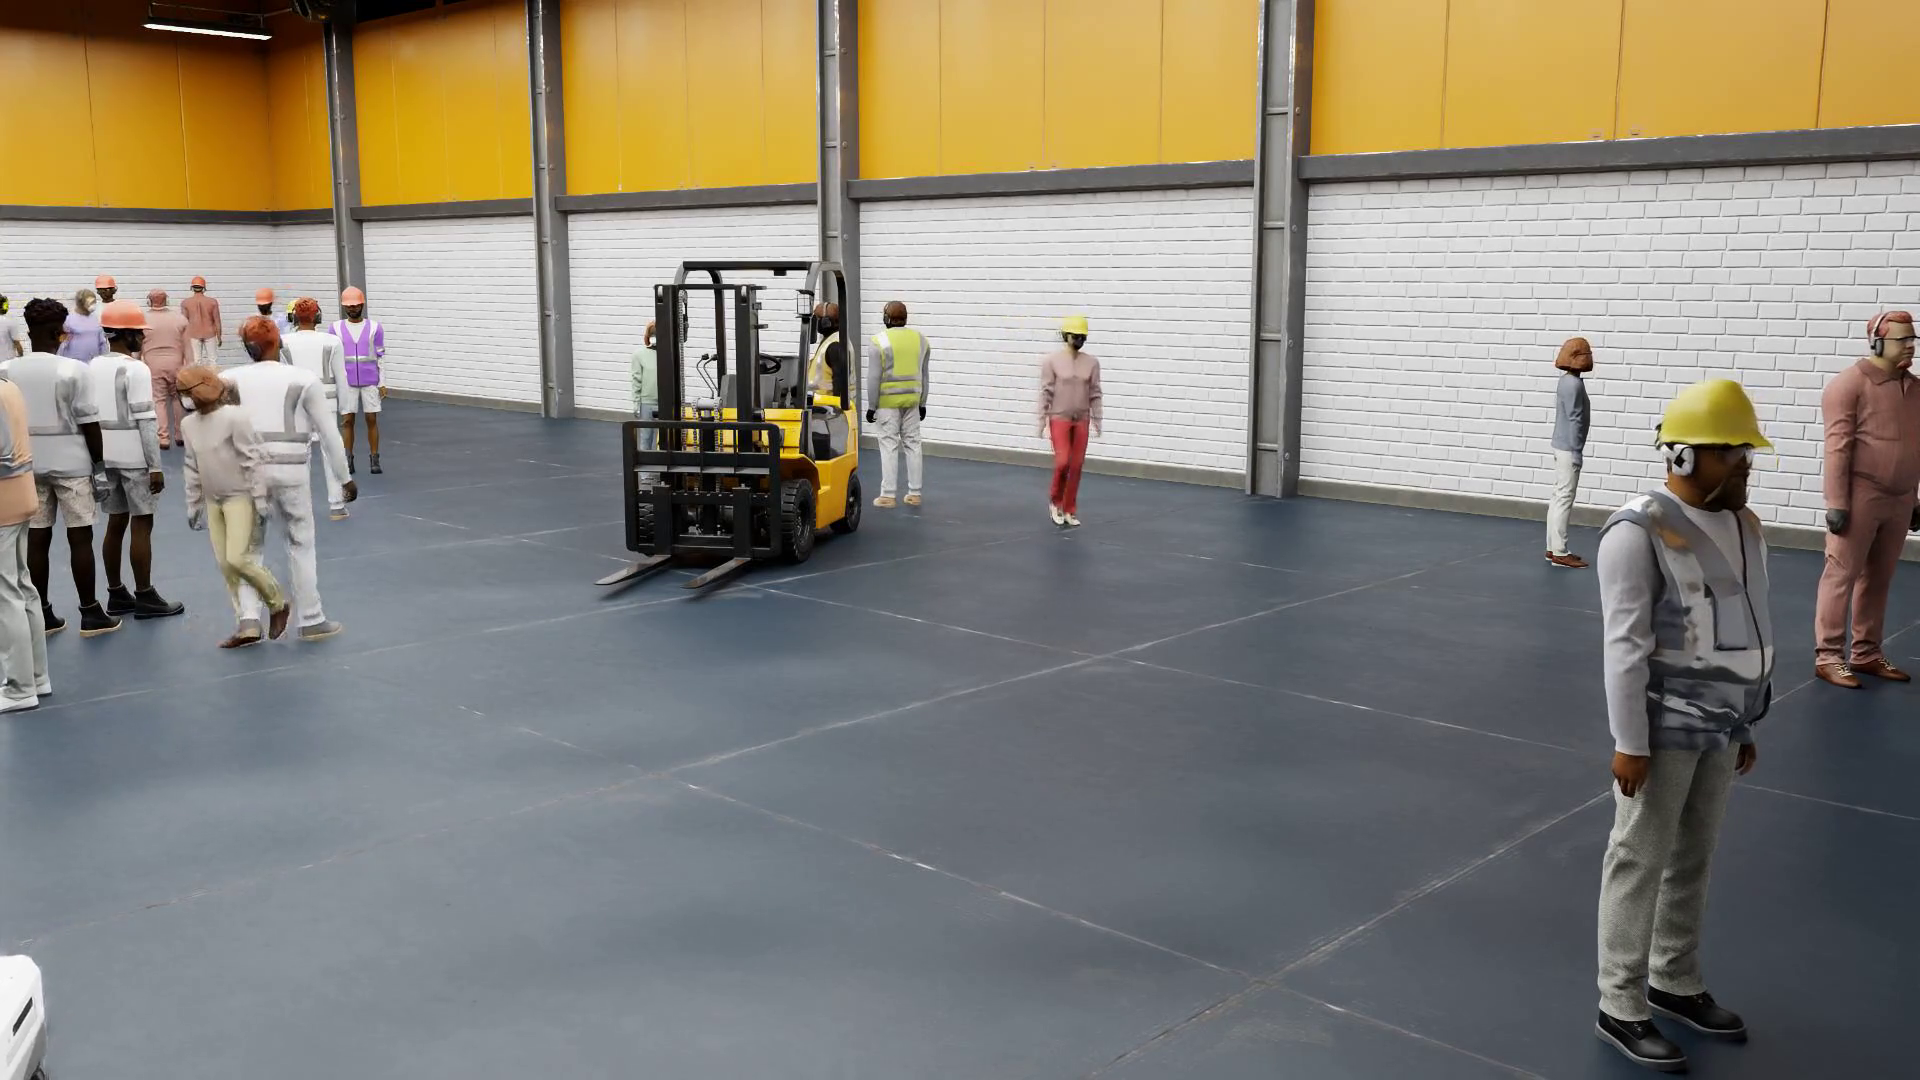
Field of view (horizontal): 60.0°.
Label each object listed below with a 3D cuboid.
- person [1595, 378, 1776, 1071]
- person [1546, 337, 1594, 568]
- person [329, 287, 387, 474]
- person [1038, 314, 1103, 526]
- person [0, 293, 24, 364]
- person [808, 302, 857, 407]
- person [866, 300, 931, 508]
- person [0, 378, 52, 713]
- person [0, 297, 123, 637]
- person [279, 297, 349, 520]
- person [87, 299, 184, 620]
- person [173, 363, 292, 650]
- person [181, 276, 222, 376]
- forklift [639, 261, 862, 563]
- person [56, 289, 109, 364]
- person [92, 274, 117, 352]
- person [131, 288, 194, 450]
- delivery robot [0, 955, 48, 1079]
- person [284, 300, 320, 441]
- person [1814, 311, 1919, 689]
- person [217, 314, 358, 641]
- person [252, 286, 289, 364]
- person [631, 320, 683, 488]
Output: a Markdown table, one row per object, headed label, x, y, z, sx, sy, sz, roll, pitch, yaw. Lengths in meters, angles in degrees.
| label | x | y | z | sx | sy | sz | roll | pitch | yaw |
| --- | --- | --- | --- | --- | --- | --- | --- | --- | --- |
| person | 1.958 | 0.483 | 4.481 | 0.590 | 1.835 | 0.404 | -7 | 11 | -35 |
| person | 4.373 | -0.628 | 11.899 | 0.286 | 1.636 | 0.499 | 2 | 9 | 11 |
| person | -6.205 | -1.635 | 17.156 | 0.551 | 1.935 | 0.371 | -3 | 10 | -17 |
| person | 0.917 | -0.976 | 13.661 | 0.560 | 1.747 | 0.412 | -4 | 10 | -21 |
| person | -12.262 | -2.242 | 21.276 | 0.524 | 1.820 | 0.973 | 2 | 9 | 11 |
| person | -1.102 | -1.116 | 14.277 | 0.430 | 1.841 | 0.624 | -2 | 9 | -9 |
| person | -0.569 | -1.209 | 14.838 | 0.634 | 1.841 | 0.429 | -6 | 11 | -32 |
| person | -4.652 | -0.129 | 7.983 | 0.390 | 1.922 | 0.585 | -3 | 10 | -15 |
| person | -5.201 | -0.409 | 9.570 | 0.603 | 1.959 | 0.377 | 0 | 9 | 0 |
| person | -5.439 | -1.092 | 13.995 | 0.575 | 1.883 | 0.355 | -2 | 10 | -14 |
| person | -5.039 | -0.488 | 10.122 | 0.552 | 1.935 | 0.373 | 5 | 10 | 27 |
| person | -4.091 | -0.188 | 9.279 | 0.536 | 1.602 | 0.412 | 5 | 10 | 27 |
| person | -12.743 | -3.430 | 27.978 | 0.610 | 1.996 | 0.378 | -4 | 10 | -21 |
| forklift | -1.552 | -1.040 | 12.721 | 1.214 | 2.155 | 2.313 | 2 | 9 | 11 |
| person | -10.636 | -2.087 | 20.114 | 0.952 | 1.897 | 0.636 | 3 | 10 | 20 |
| person | -11.618 | -2.602 | 22.757 | 0.608 | 2.044 | 0.377 | -1 | 9 | -8 |
| person | -9.458 | -2.026 | 19.723 | 0.668 | 1.881 | 0.875 | -5 | 11 | -28 |
| delivery robot | -2.352 | 1.186 | 3.796 | 0.477 | 0.478 | 0.707 | -3 | 10 | -16 |
| person | -8.107 | -2.081 | 20.484 | 0.492 | 1.741 | 0.312 | 2 | 9 | 11 |
| person | 4.676 | -0.205 | 8.477 | 0.636 | 1.911 | 0.406 | -4 | 10 | -23 |
| person | -3.820 | -0.326 | 9.365 | 0.749 | 1.873 | 0.470 | -1 | 9 | -4 |
| person | -8.634 | -2.216 | 20.824 | 0.581 | 1.902 | 0.470 | 2 | 10 | 13 |
| person | -2.905 | -1.298 | 16.014 | 0.499 | 1.632 | 0.285 | -2 | 10 | -14 |
